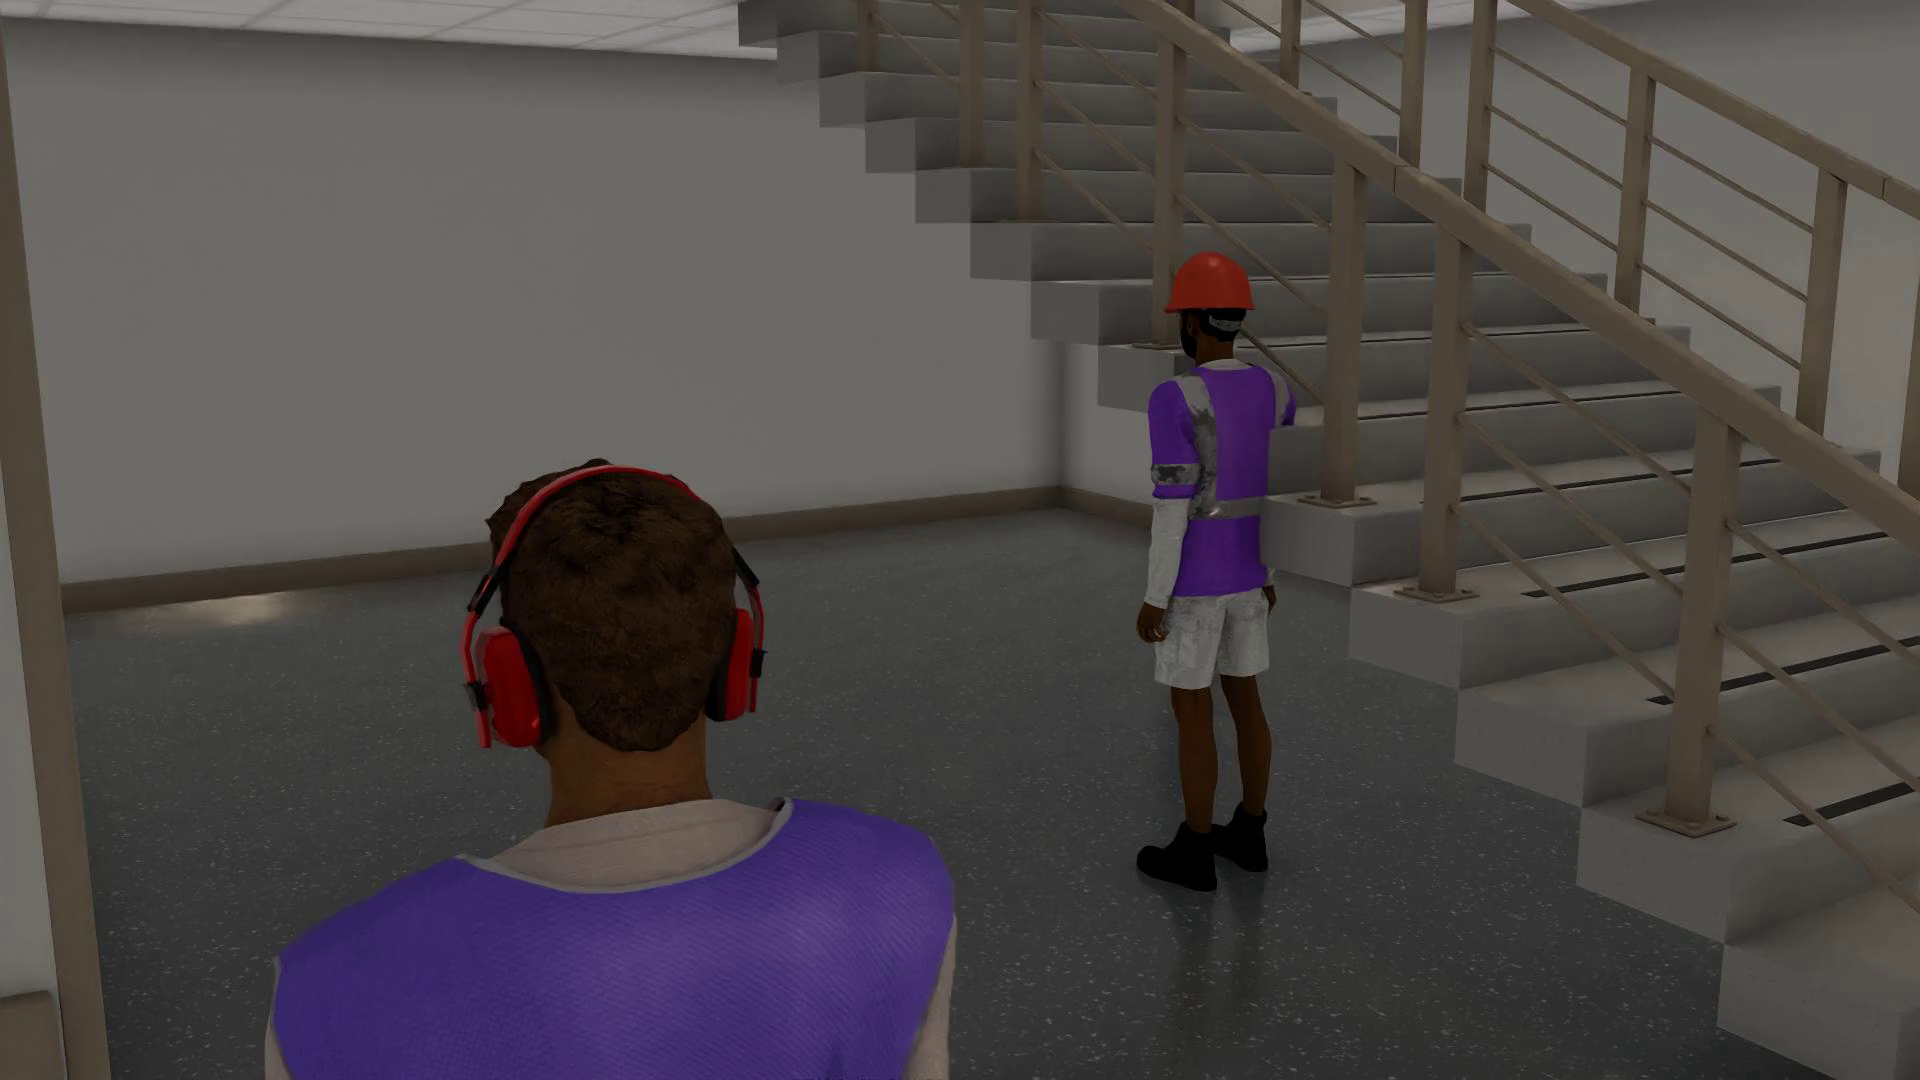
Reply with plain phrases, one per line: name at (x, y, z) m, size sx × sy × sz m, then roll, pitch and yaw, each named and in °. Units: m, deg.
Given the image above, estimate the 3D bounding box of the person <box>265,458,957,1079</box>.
person at (-0.253, 0.852, 1.421) m, size 0.560 × 1.837 × 0.390 m, roll -6°, pitch 13°, yaw -31°

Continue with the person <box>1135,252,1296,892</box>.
person at (0.751, 0.099, 5.096) m, size 0.552 × 1.935 × 0.373 m, roll -8°, pitch 13°, yaw -36°
